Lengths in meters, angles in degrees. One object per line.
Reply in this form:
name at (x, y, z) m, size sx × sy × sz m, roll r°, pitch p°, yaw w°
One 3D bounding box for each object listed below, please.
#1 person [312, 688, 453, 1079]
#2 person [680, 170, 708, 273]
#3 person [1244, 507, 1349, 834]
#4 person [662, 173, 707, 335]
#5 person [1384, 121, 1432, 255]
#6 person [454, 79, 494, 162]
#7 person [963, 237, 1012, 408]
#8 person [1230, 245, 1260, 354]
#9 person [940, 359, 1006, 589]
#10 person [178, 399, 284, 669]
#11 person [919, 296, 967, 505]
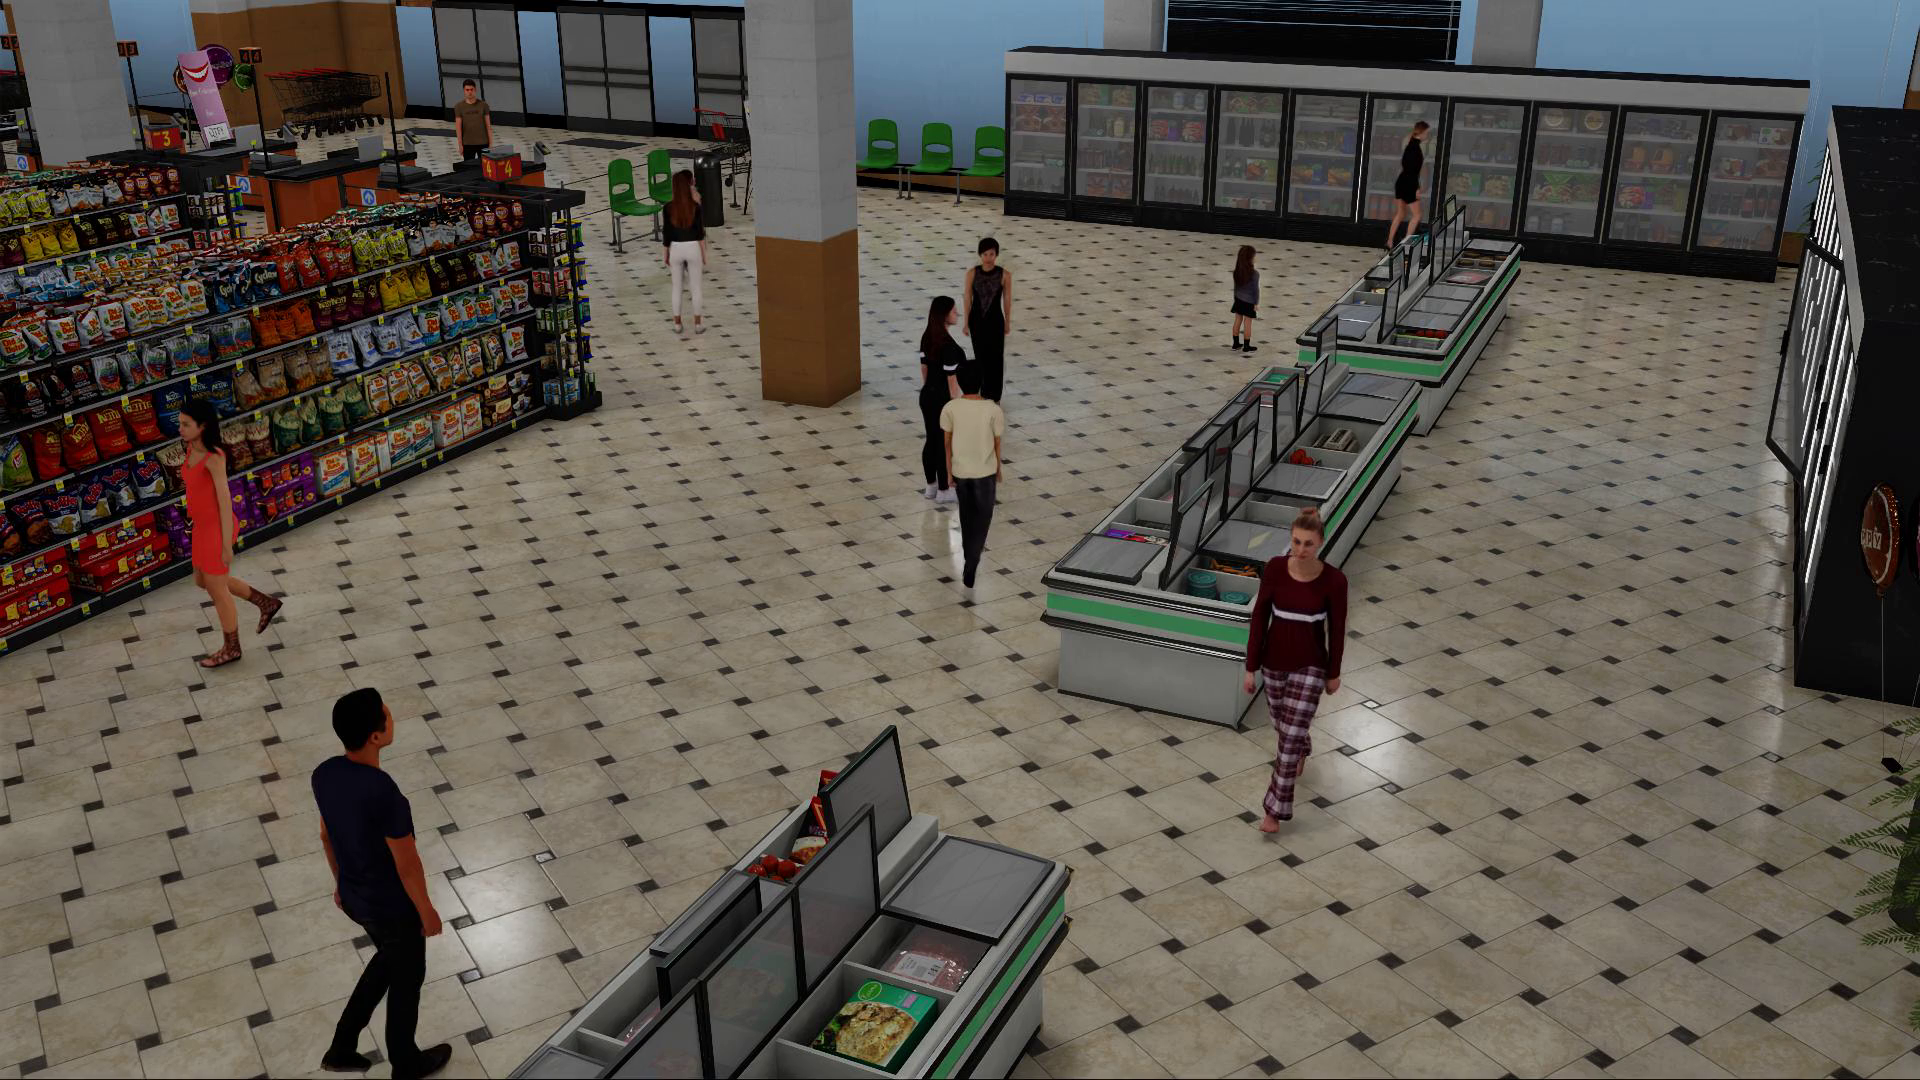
person at (-2.330, 1.432, 6.474) m, size 0.744 × 1.778 × 0.822 m, roll 17°, pitch 27°, yaw 36°
person at (-3.286, -3.839, 20.234) m, size 0.599 × 1.301 × 0.733 m, roll 14°, pitch 26°, yaw 31°
person at (1.749, 0.627, 8.638) m, size 0.624 × 1.659 × 1.057 m, roll 11°, pitch 24°, yaw 25°
person at (-2.920, -3.049, 17.732) m, size 0.672 × 1.701 × 0.671 m, roll 0°, pitch 22°, yaw 0°
person at (5.661, -4.420, 21.102) m, size 0.740 × 1.732 × 0.666 m, roll -2°, pitch 22°, yaw -6°
person at (-7.108, -5.814, 24.412) m, size 0.731 × 1.851 × 0.806 m, roll -9°, pitch 24°, yaw -22°
person at (0.257, -1.998, 15.267) m, size 0.662 × 1.588 × 0.711 m, roll 3°, pitch 22°, yaw 8°
person at (2.940, -2.492, 17.140) m, size 0.547 × 1.108 × 0.529 m, roll -17°, pitch 27°, yaw -36°
person at (0.090, -0.427, 11.396) m, size 0.726 × 1.559 × 1.042 m, roll 5°, pitch 22°, yaw 12°
person at (-4.540, -0.062, 10.292) m, size 0.749 × 1.705 × 0.905 m, roll 19°, pitch 29°, yaw 39°
person at (-0.149, -1.097, 12.956) m, size 0.748 × 1.638 × 0.712 m, roll -13°, pitch 25°, yaw -29°
